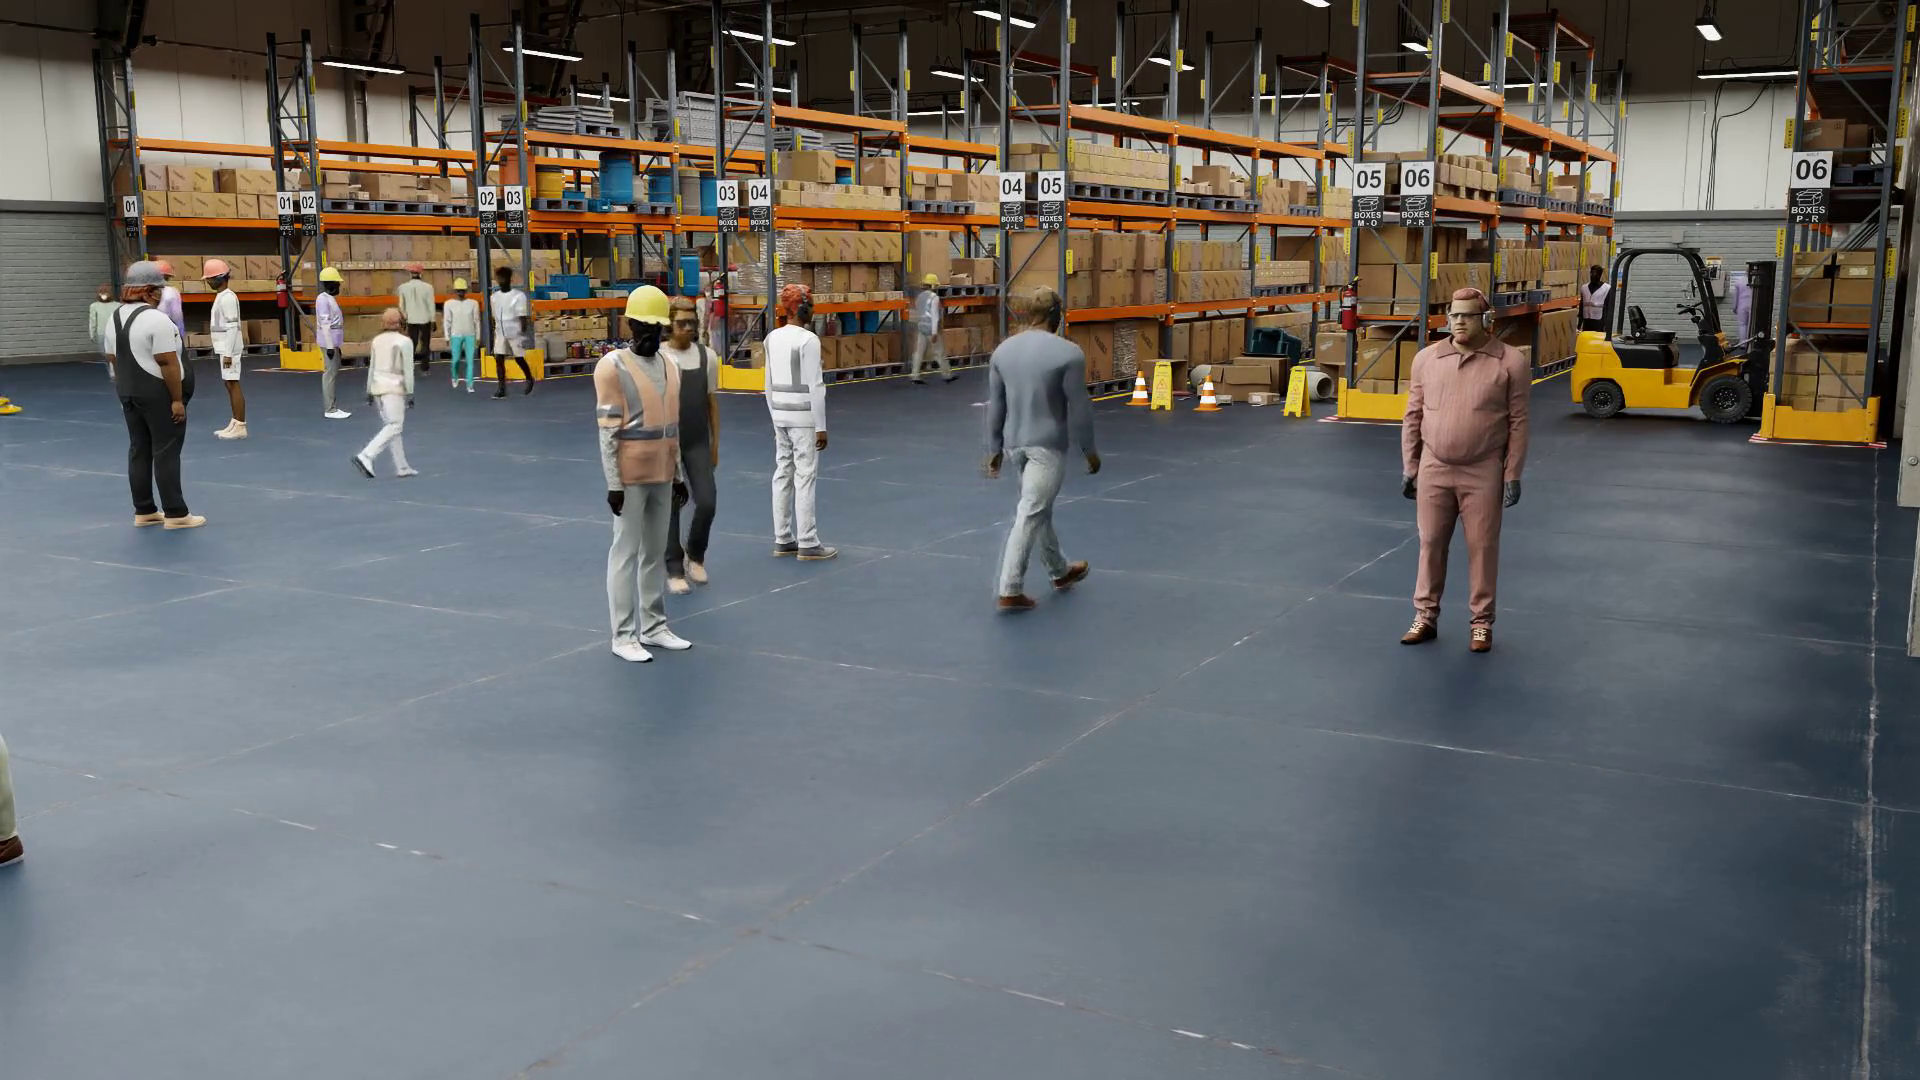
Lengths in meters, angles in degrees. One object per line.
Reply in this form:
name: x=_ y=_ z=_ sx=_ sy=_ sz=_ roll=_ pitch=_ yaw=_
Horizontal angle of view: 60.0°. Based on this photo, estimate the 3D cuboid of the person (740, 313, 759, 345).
person: x=-4.635 y=-4.989 z=36.716 sx=0.517 sy=1.606 sz=0.698 roll=6 pitch=11 yaw=32

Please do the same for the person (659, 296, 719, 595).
person: x=-1.705 y=-0.564 z=10.160 sx=0.519 sy=1.829 sz=0.402 roll=-4 pitch=10 yaw=-22

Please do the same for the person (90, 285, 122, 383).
person: x=-14.079 y=-3.412 z=27.488 sx=0.507 sy=1.604 sz=0.735 roll=-3 pitch=10 yaw=-17

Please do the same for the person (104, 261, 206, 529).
person: x=-6.129 y=-1.106 z=12.713 sx=0.683 sy=2.000 sz=0.537 roll=5 pitch=11 yaw=28

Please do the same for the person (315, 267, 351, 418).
person: x=-8.056 y=-2.525 z=21.350 sx=0.370 sy=1.928 sz=0.585 roll=-2 pitch=10 yaw=-13

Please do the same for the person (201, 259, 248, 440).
person: x=-8.334 y=-2.150 z=18.852 sx=0.392 sy=2.033 sz=0.605 roll=-5 pitch=11 yaw=-28

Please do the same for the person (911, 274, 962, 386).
person: x=-0.426 y=-3.362 z=26.665 sx=0.932 sy=1.778 sz=0.624 roll=-7 pitch=12 yaw=-36

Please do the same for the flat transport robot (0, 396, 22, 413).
flat transport robot: x=-13.028 y=-1.724 z=21.503 sx=0.652 sy=0.197 sz=1.431 roll=8 pitch=13 yaw=40

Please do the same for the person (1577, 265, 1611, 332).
person: x=10.995 y=-3.798 z=28.829 sx=0.391 sy=1.920 sz=0.588 roll=-8 pitch=12 yaw=-38

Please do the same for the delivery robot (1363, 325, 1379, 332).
delivery robot: x=9.373 y=-4.629 z=37.413 sx=0.707 sy=0.478 sz=0.477 roll=-2 pitch=10 yaw=-10

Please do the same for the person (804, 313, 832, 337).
person: x=-2.574 y=-3.920 z=29.522 sx=0.625 sy=1.934 sz=0.363 roll=0 pitch=10 yaw=-1

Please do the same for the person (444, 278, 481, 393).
person: x=-7.591 y=-3.122 z=25.374 sx=0.534 sy=1.755 sz=0.512 roll=-4 pitch=11 yaw=-25

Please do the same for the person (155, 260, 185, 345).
person: x=-10.474 y=-2.647 z=21.779 sx=0.688 sy=2.021 sz=0.491 roll=0 pitch=10 yaw=2

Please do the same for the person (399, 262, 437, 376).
person: x=-9.317 y=-3.785 z=28.579 sx=0.622 sy=1.976 sz=0.598 roll=0 pitch=10 yaw=1

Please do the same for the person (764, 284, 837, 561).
person: x=-1.103 y=-0.799 z=11.378 sx=0.353 sy=1.883 sz=0.577 roll=-9 pitch=13 yaw=-42

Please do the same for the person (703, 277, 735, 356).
person: x=-3.962 y=-3.512 z=27.698 sx=0.518 sy=1.732 sz=0.801 roll=3 pitch=10 yaw=19

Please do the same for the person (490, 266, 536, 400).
person: x=-6.556 y=-3.037 z=24.347 sx=0.611 sy=1.936 sz=0.903 roll=3 pitch=10 yaw=16

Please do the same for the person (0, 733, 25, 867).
person: x=-3.413 y=0.204 z=5.563 sx=0.313 sy=1.865 sz=0.528 roll=-9 pitch=13 yaw=-41

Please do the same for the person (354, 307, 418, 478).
person: x=-5.345 y=-1.346 z=15.389 sx=0.530 sy=1.604 sz=0.752 roll=6 pitch=11 yaw=31

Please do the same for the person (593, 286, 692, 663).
person: x=-1.619 y=-0.345 z=8.605 sx=0.383 sy=1.922 sz=0.587 roll=6 pitch=11 yaw=31

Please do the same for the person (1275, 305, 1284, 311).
person: x=7.502 y=-5.688 z=39.939 sx=0.904 sy=1.896 sz=0.564 roll=2 pitch=10 yaw=12

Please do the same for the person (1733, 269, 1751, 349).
person: x=17.692 y=-5.209 z=37.334 sx=0.637 sy=1.844 sz=1.046 roll=4 pitch=10 yaw=21

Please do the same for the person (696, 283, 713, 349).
person: x=-4.295 y=-3.605 z=28.548 sx=0.510 sy=1.617 sz=0.410 roll=2 pitch=10 yaw=13

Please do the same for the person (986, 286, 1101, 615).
person: x=0.524 y=-0.544 z=9.850 sx=0.632 sy=1.885 sz=1.015 roll=9 pitch=13 yaw=42

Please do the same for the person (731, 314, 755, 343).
person: x=-5.279 y=-5.699 z=40.093 sx=0.562 sy=1.883 sz=1.011 roll=3 pitch=10 yaw=19

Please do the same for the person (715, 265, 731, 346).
person: x=-5.557 y=-5.406 z=38.372 sx=0.532 sy=1.876 sz=0.321 roll=5 pitch=11 yaw=28

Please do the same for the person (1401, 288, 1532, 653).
person: x=2.640 y=-0.366 z=8.772 sx=0.652 sy=1.906 sz=0.408 roll=6 pitch=11 yaw=30
